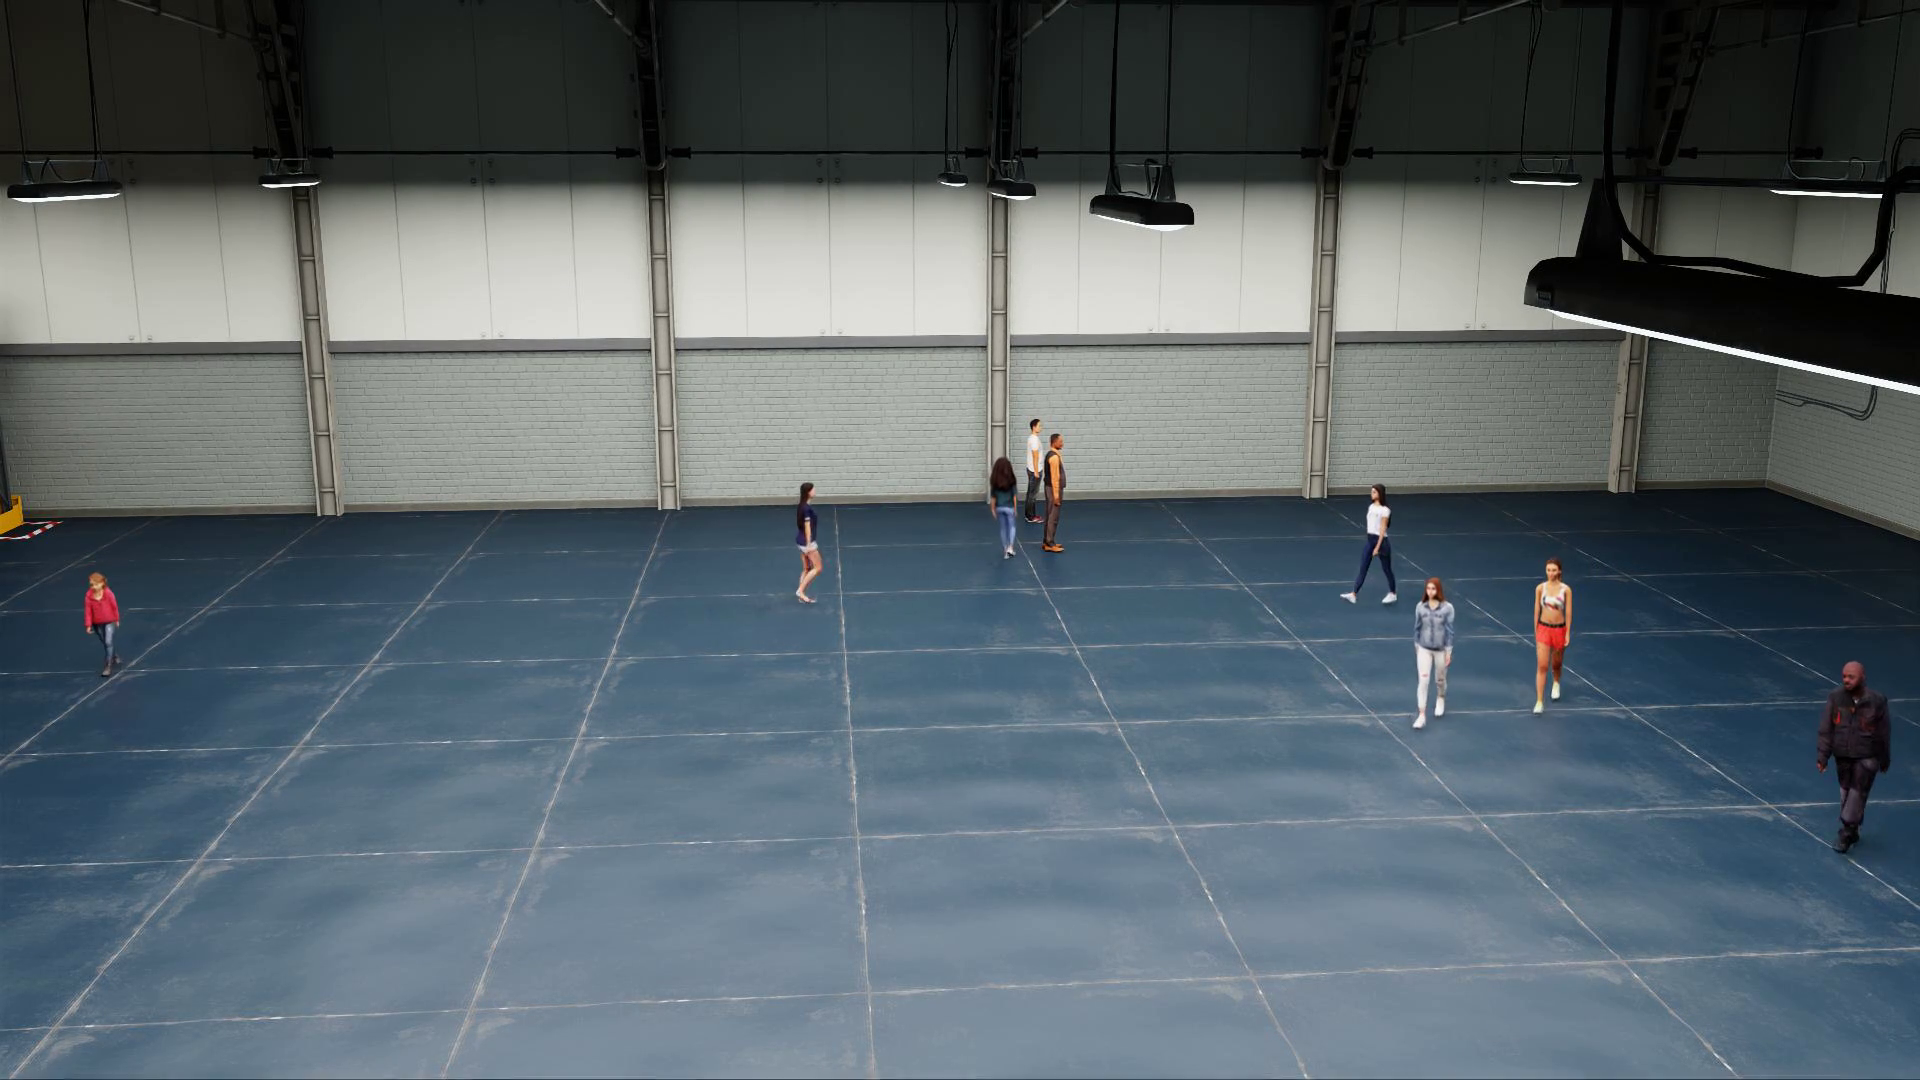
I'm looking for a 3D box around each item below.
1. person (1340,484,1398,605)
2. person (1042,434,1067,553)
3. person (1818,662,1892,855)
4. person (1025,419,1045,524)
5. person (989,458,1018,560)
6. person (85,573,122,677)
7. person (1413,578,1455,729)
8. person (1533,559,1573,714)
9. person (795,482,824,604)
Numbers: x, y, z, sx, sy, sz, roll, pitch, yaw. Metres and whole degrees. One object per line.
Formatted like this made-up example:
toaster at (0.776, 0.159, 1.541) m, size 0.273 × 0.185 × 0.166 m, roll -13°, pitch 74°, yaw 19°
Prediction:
person at (5.987, 0.104, 23.491) m, size 1.240 × 1.720 × 0.908 m, roll -7°, pitch 15°, yaw -27°
person at (1.501, -0.775, 26.876) m, size 0.587 × 1.906 × 0.680 m, roll -1°, pitch 13°, yaw -3°
person at (8.299, 1.966, 15.336) m, size 1.175 × 1.772 × 1.229 m, roll 9°, pitch 16°, yaw 33°
person at (1.286, -1.223, 29.045) m, size 0.529 × 1.800 × 0.630 m, roll -1°, pitch 13°, yaw -3°
person at (0.689, -0.482, 26.284) m, size 0.578 × 1.601 × 0.695 m, roll 1°, pitch 13°, yaw 6°
person at (-10.544, 1.015, 20.553) m, size 0.913 × 1.271 × 0.656 m, roll -3°, pitch 13°, yaw -14°
person at (5.348, 1.241, 18.680) m, size 1.102 × 1.675 × 1.033 m, roll 6°, pitch 14°, yaw 25°
person at (6.857, 1.082, 19.191) m, size 1.155 × 1.754 × 1.046 m, roll 6°, pitch 14°, yaw 25°
person at (-2.258, 0.066, 23.583) m, size 0.647 × 1.753 × 0.628 m, roll -3°, pitch 13°, yaw -13°
